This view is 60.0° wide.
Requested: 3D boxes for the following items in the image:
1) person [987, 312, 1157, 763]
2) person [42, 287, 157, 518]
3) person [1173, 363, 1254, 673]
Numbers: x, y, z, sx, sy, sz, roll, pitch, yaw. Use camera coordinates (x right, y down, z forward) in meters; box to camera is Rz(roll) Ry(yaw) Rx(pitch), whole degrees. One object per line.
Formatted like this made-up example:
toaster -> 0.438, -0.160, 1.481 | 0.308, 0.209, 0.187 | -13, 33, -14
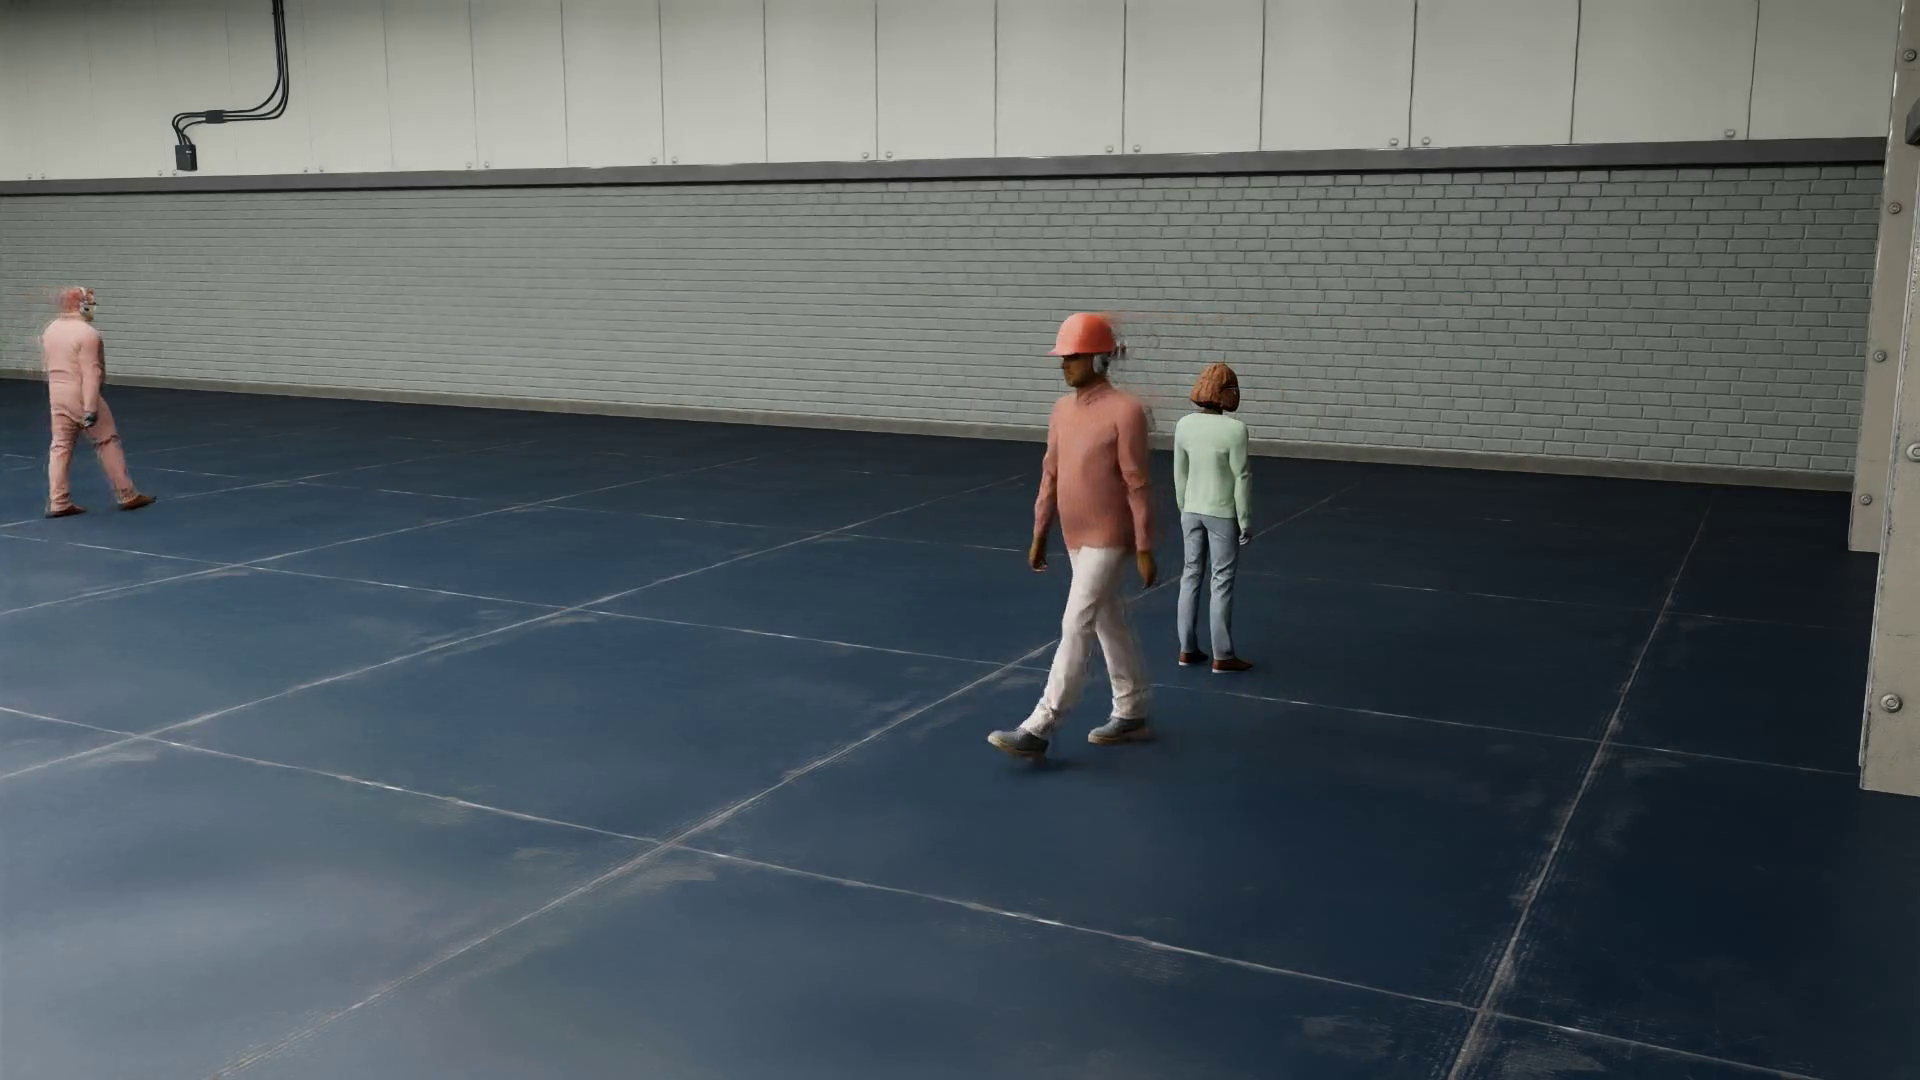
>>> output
person -> 0.470, -0.005, 7.285 | 0.978, 1.952, 0.657 | -5, 12, -27
person -> -7.183, -1.142, 13.747 | 0.658, 1.868, 0.895 | 5, 11, 24
person -> 1.340, -0.115, 8.784 | 0.285, 1.633, 0.497 | -9, 14, -41
